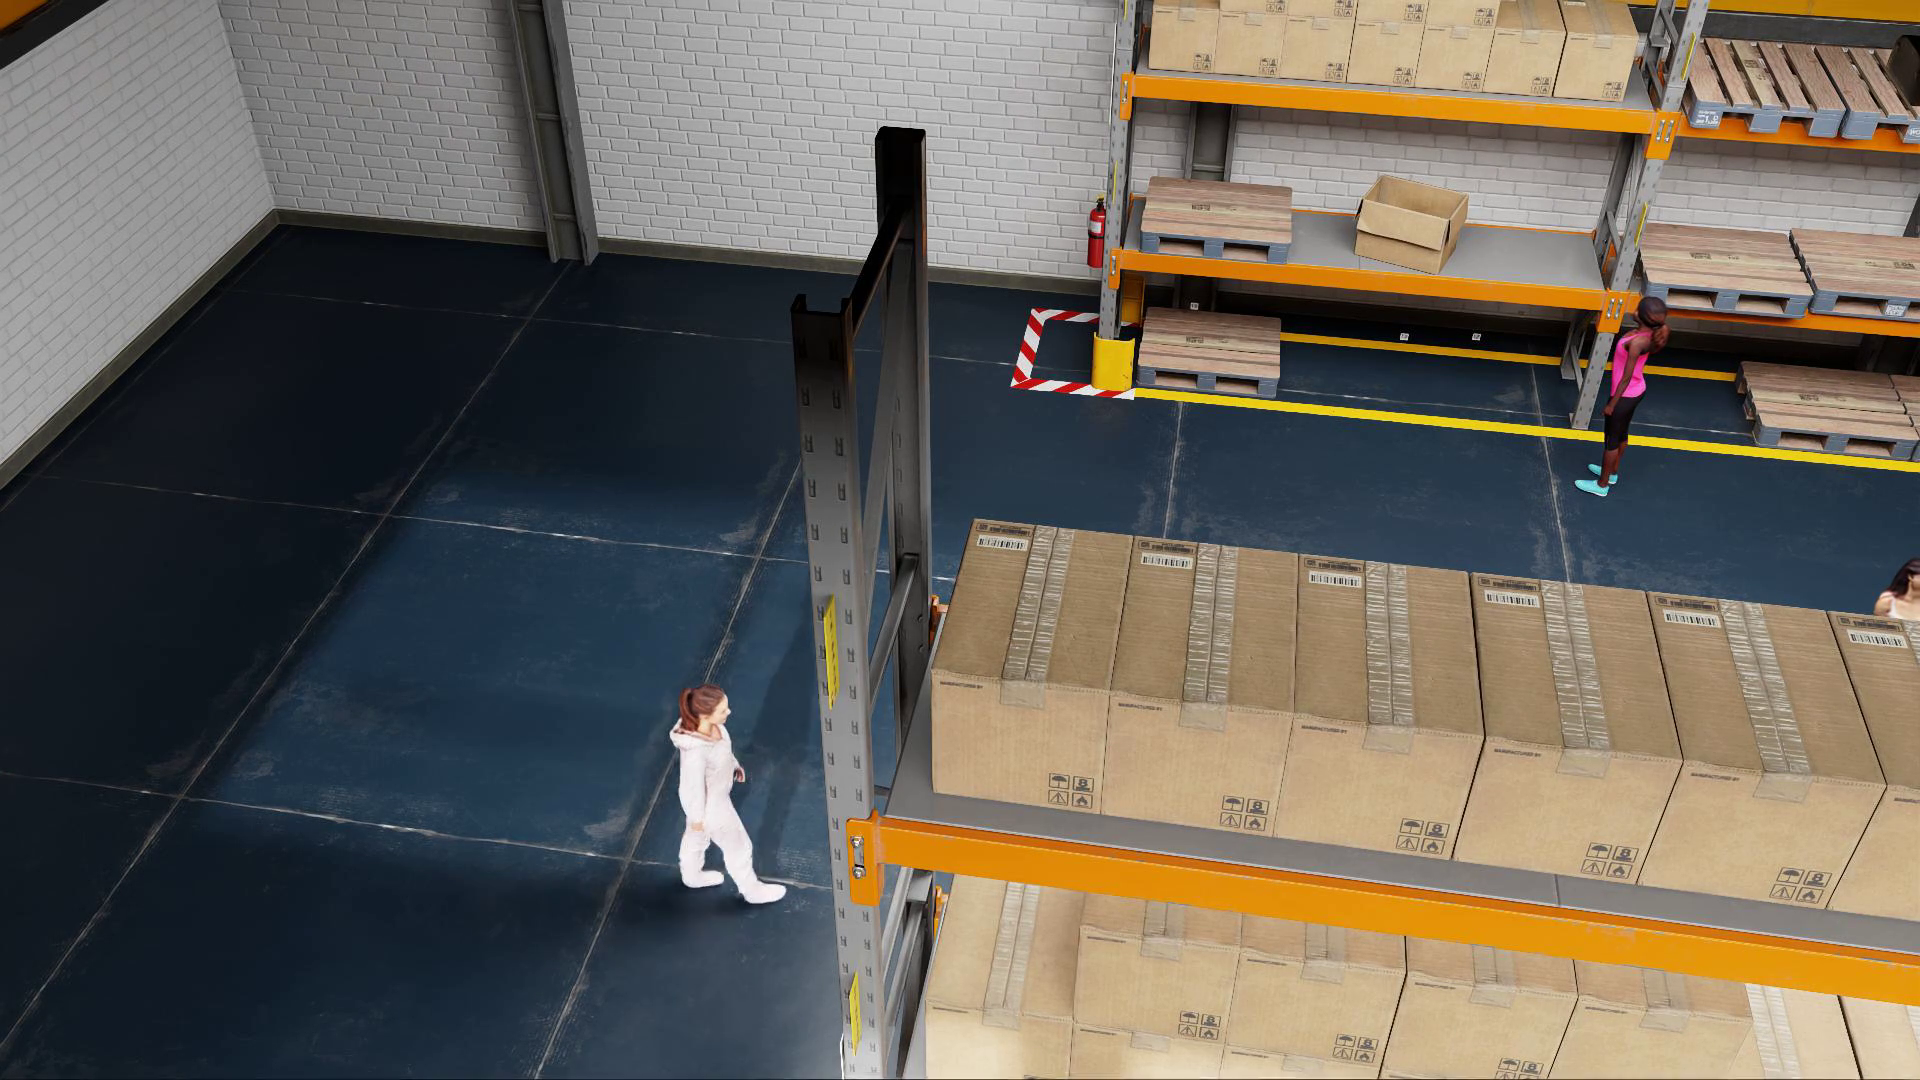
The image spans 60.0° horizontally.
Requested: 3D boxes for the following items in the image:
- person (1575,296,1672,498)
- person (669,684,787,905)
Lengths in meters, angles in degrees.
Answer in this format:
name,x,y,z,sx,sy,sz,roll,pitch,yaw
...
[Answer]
name,x,y,z,sx,sy,sz,roll,pitch,yaw
person,5.103,-1.108,12.733,0.690,1.723,0.652,28,46,30
person,-1.545,1.464,9.561,0.939,1.663,0.783,-5,39,-6
